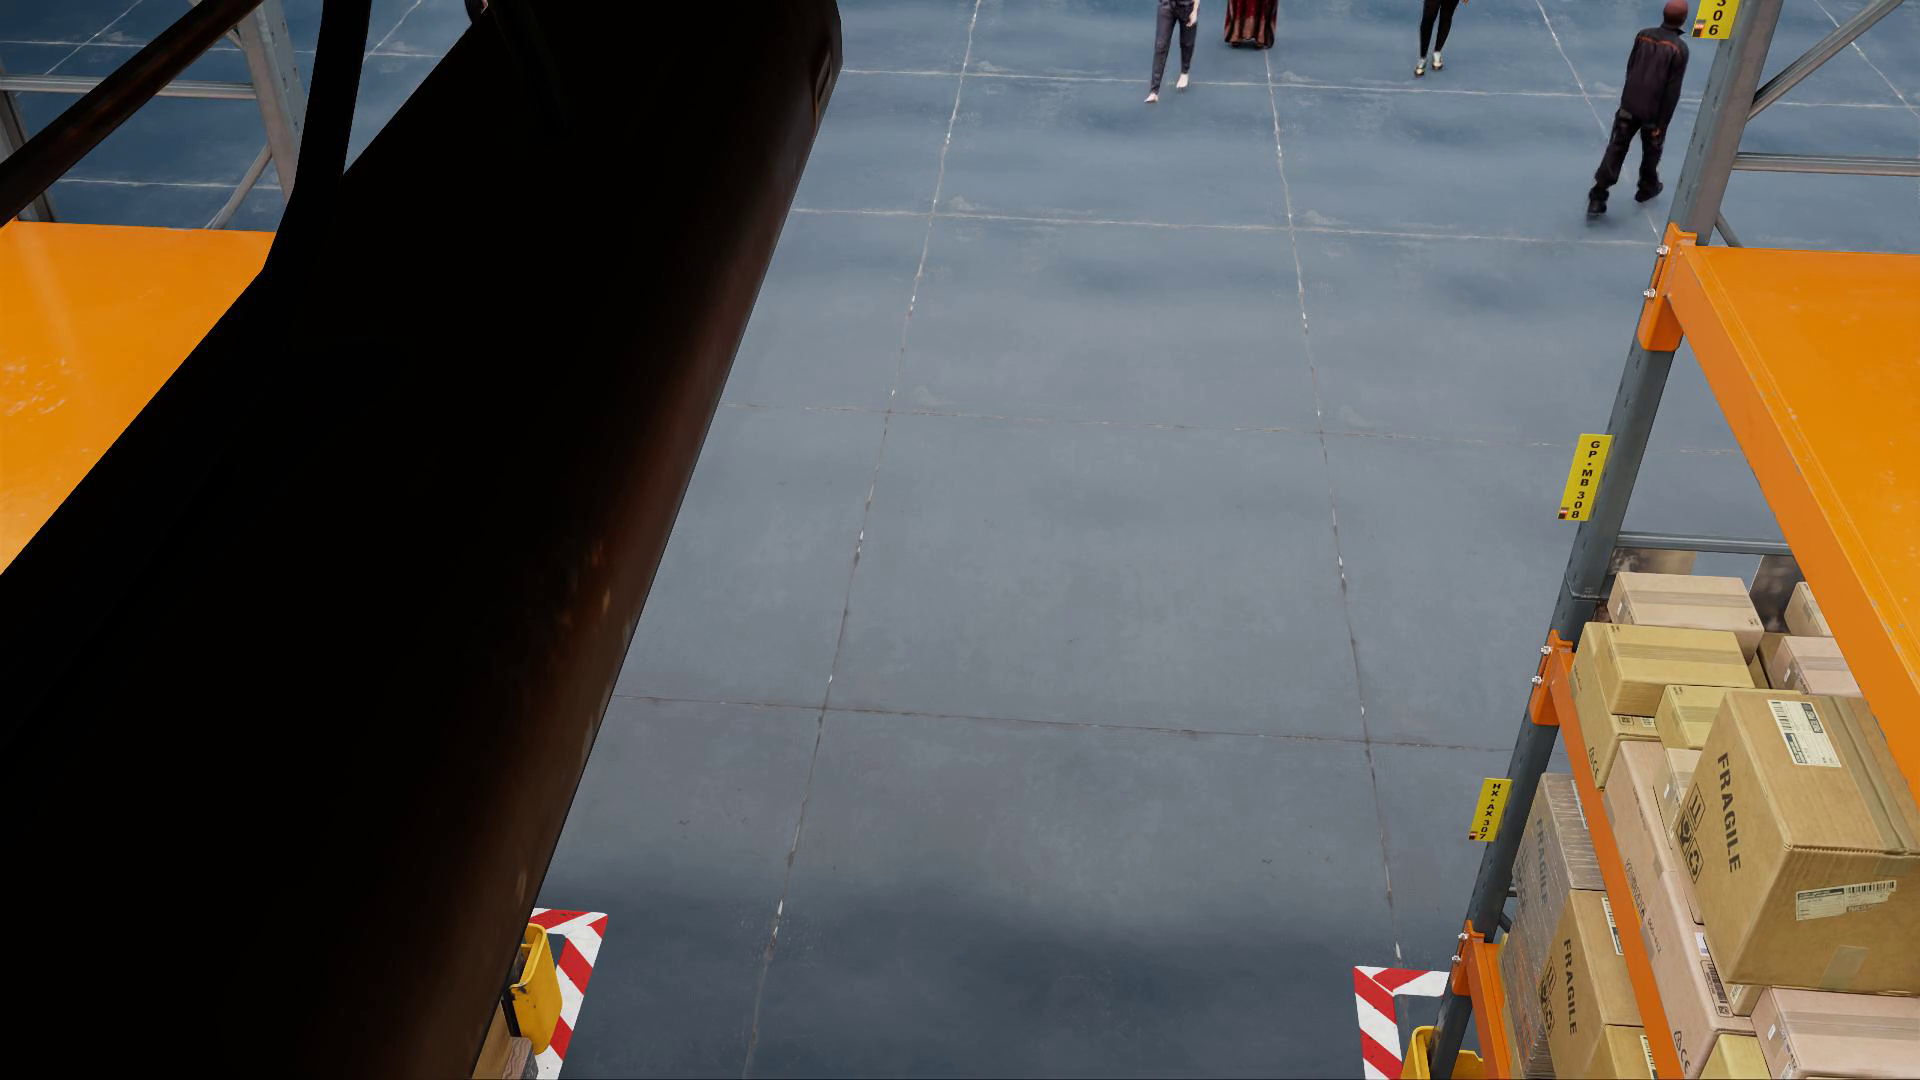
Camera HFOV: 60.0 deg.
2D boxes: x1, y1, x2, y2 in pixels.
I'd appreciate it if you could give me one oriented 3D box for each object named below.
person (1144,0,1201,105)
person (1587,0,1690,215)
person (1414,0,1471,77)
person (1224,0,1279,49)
[{"bbox_3d":[2.071,-4.954,15.443,0.820,1.709,1.242,13,40,16],"label":"person"},{"bbox_3d":[5.485,-3.472,13.473,1.273,1.803,1.179,-29,46,-32],"label":"person"},{"bbox_3d":[4.678,-5.415,15.970,0.703,1.786,0.854,7,39,9],"label":"person"},{"bbox_3d":[2.933,-5.678,16.431,0.697,1.632,0.630,6,38,8],"label":"person"}]
